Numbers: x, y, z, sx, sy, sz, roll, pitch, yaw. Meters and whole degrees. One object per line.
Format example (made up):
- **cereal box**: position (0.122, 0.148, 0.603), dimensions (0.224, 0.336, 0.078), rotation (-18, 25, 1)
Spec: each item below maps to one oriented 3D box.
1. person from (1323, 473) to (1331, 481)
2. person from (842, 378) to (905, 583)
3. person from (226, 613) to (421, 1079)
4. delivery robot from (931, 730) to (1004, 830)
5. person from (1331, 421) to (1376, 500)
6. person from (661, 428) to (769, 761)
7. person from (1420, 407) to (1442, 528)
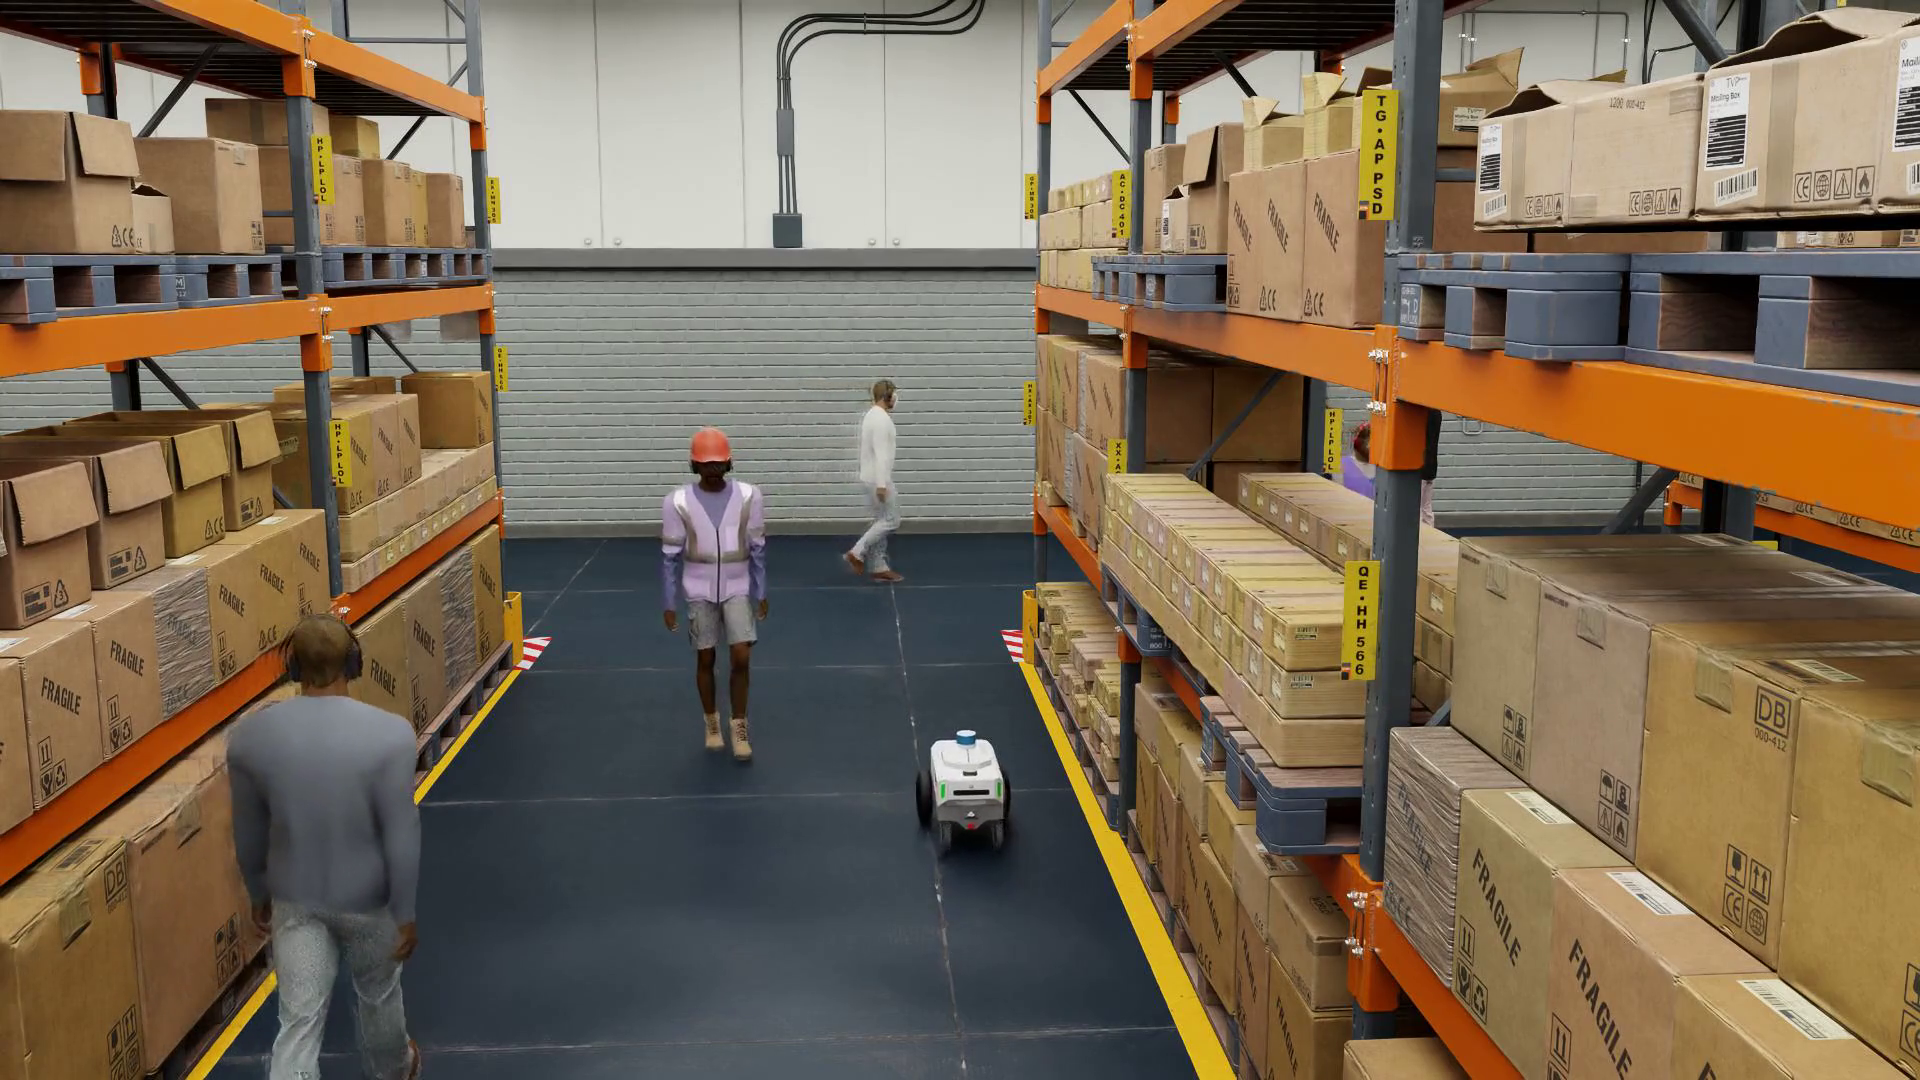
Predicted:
- **person**: position (2.964, -0.407, 14.343), dimensions (0.572, 2.000, 0.715), rotation (5, 11, 25)
- **person**: position (-0.786, -0.540, 15.484), dimensions (0.503, 1.919, 0.665), rotation (-1, 10, -7)
- **person**: position (-2.082, 1.175, 5.510), dimensions (0.645, 1.881, 1.083), rotation (0, 10, -2)
- **delivery robot**: position (0.033, 1.243, 8.719), dimensions (0.477, 0.478, 0.707), rotation (-1, 10, -4)
- **person**: position (3.037, -0.039, 12.886), dimensions (0.636, 1.808, 0.755), rotation (-7, 12, -37)
- **person**: position (-1.462, 0.339, 10.001), dimensions (0.652, 2.014, 0.776), rotation (-2, 10, -13)
- **person**: position (4.327, -0.624, 15.768), dimensions (0.385, 1.990, 0.608), rotation (8, 12, 38)
